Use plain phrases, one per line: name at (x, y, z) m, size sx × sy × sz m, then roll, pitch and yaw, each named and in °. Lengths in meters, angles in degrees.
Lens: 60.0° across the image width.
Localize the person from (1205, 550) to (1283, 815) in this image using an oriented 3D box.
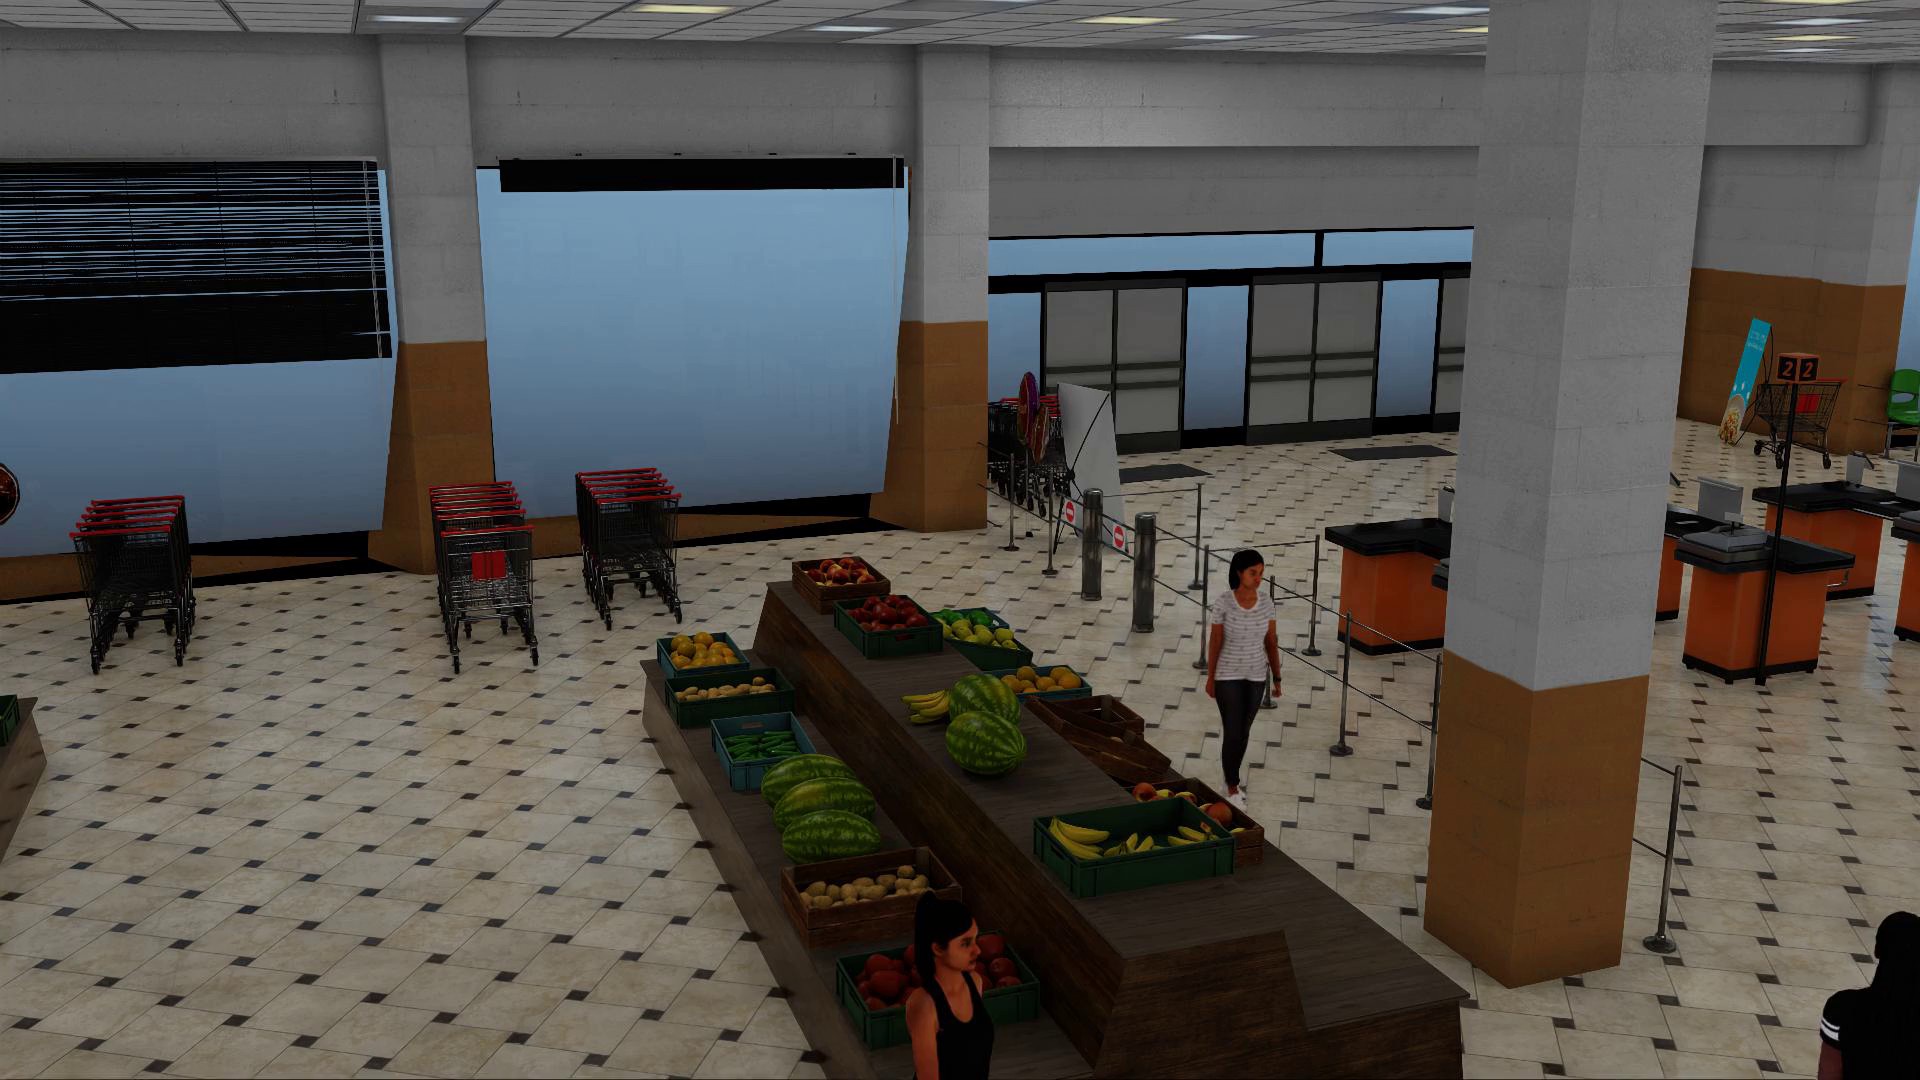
person at (1.726, 0.846, 10.452) m, size 0.597 × 1.628 × 0.739 m, roll -4°, pitch 14°, yaw -17°

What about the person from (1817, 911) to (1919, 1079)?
person at (2.972, 2.046, 5.337) m, size 1.066 × 1.707 × 1.078 m, roll 8°, pitch 16°, yaw 29°

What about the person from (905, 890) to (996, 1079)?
person at (-0.129, 2.003, 5.706) m, size 1.163 × 1.617 × 0.990 m, roll 9°, pitch 17°, yaw 34°
